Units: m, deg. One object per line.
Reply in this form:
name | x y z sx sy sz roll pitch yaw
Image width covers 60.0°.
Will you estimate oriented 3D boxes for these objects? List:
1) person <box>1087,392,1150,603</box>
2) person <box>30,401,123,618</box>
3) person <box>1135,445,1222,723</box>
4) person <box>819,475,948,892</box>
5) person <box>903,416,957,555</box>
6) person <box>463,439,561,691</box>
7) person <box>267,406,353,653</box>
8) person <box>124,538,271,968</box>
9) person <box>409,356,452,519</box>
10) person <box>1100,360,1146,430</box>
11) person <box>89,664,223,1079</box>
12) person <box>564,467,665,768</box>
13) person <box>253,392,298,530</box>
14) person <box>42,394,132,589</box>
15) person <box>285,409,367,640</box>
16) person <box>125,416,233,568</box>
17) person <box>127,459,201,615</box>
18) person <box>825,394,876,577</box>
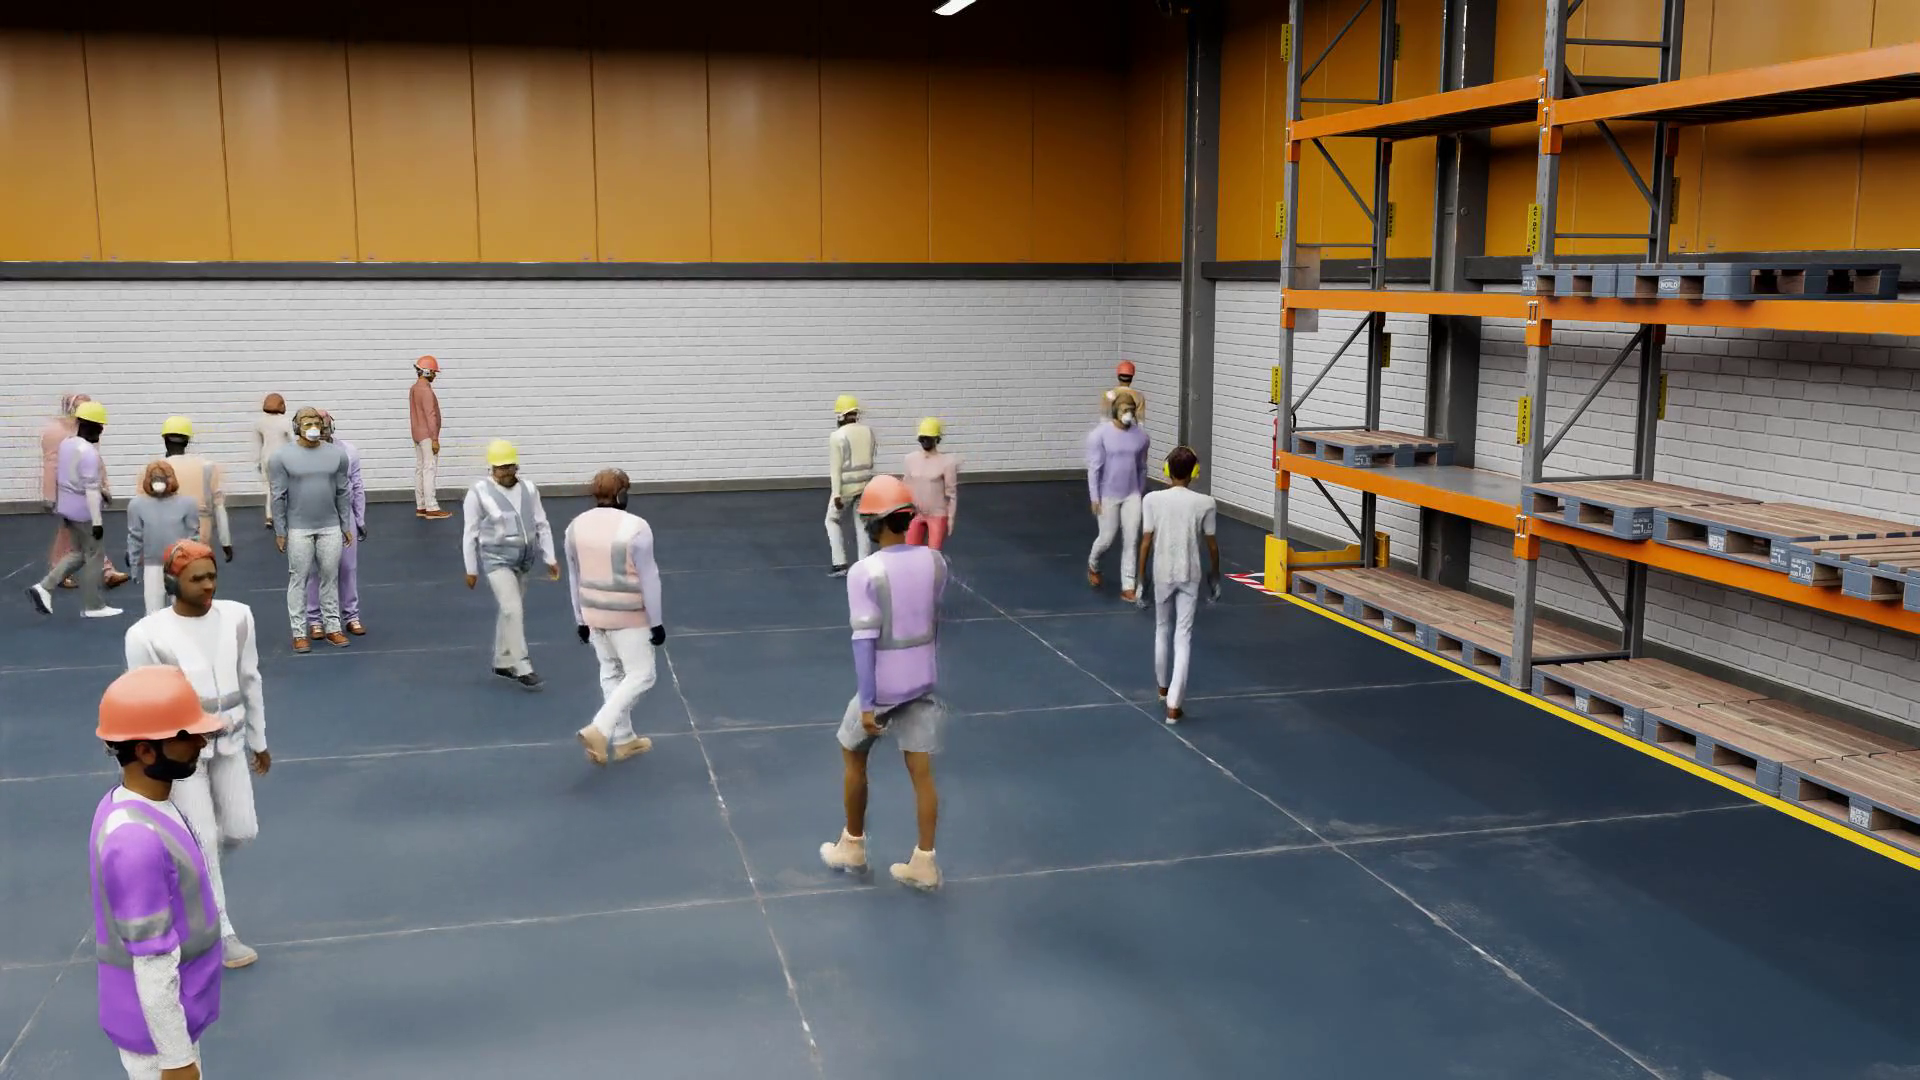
person | 1.424 -0.405 15.244 0.635 1.918 0.709 -3 10 -18
person | -7.576 -0.234 14.243 0.647 1.889 0.665 8 12 42
person | 1.497 0.266 11.311 0.566 1.826 0.919 2 9 11
person | -0.386 0.681 8.163 0.619 2.012 0.861 -7 12 -38
person | -0.249 -0.222 14.587 0.543 1.750 0.521 5 10 26
person | -3.156 0.172 11.965 0.722 1.802 0.594 6 11 31
person | -5.127 -0.088 13.191 0.631 1.940 0.372 -8 12 -40
person | -3.318 0.903 7.221 0.606 1.866 0.594 6 11 32
person | -6.501 -1.254 20.320 0.388 1.987 0.608 -7 11 -37
person | 1.992 -1.250 20.490 0.589 1.922 0.610 1 9 5
person | -2.165 1.293 4.571 0.354 1.939 0.544 -5 10 -28
person | -2.095 0.476 10.014 0.637 1.826 0.670 5 10 30
person | -7.837 -0.886 19.154 0.507 1.622 0.363 1 9 9
person | -8.230 -0.443 15.664 0.997 1.850 0.656 1 9 5
person | -5.190 -0.132 13.616 0.655 1.894 0.401 -7 11 -36
person | -6.015 0.001 12.756 0.736 1.885 0.731 -8 12 -42
person | -5.945 0.187 12.479 0.502 1.616 0.537 -3 10 -19
person | -1.084 -0.517 16.278 0.601 1.810 0.561 -8 12 -41
